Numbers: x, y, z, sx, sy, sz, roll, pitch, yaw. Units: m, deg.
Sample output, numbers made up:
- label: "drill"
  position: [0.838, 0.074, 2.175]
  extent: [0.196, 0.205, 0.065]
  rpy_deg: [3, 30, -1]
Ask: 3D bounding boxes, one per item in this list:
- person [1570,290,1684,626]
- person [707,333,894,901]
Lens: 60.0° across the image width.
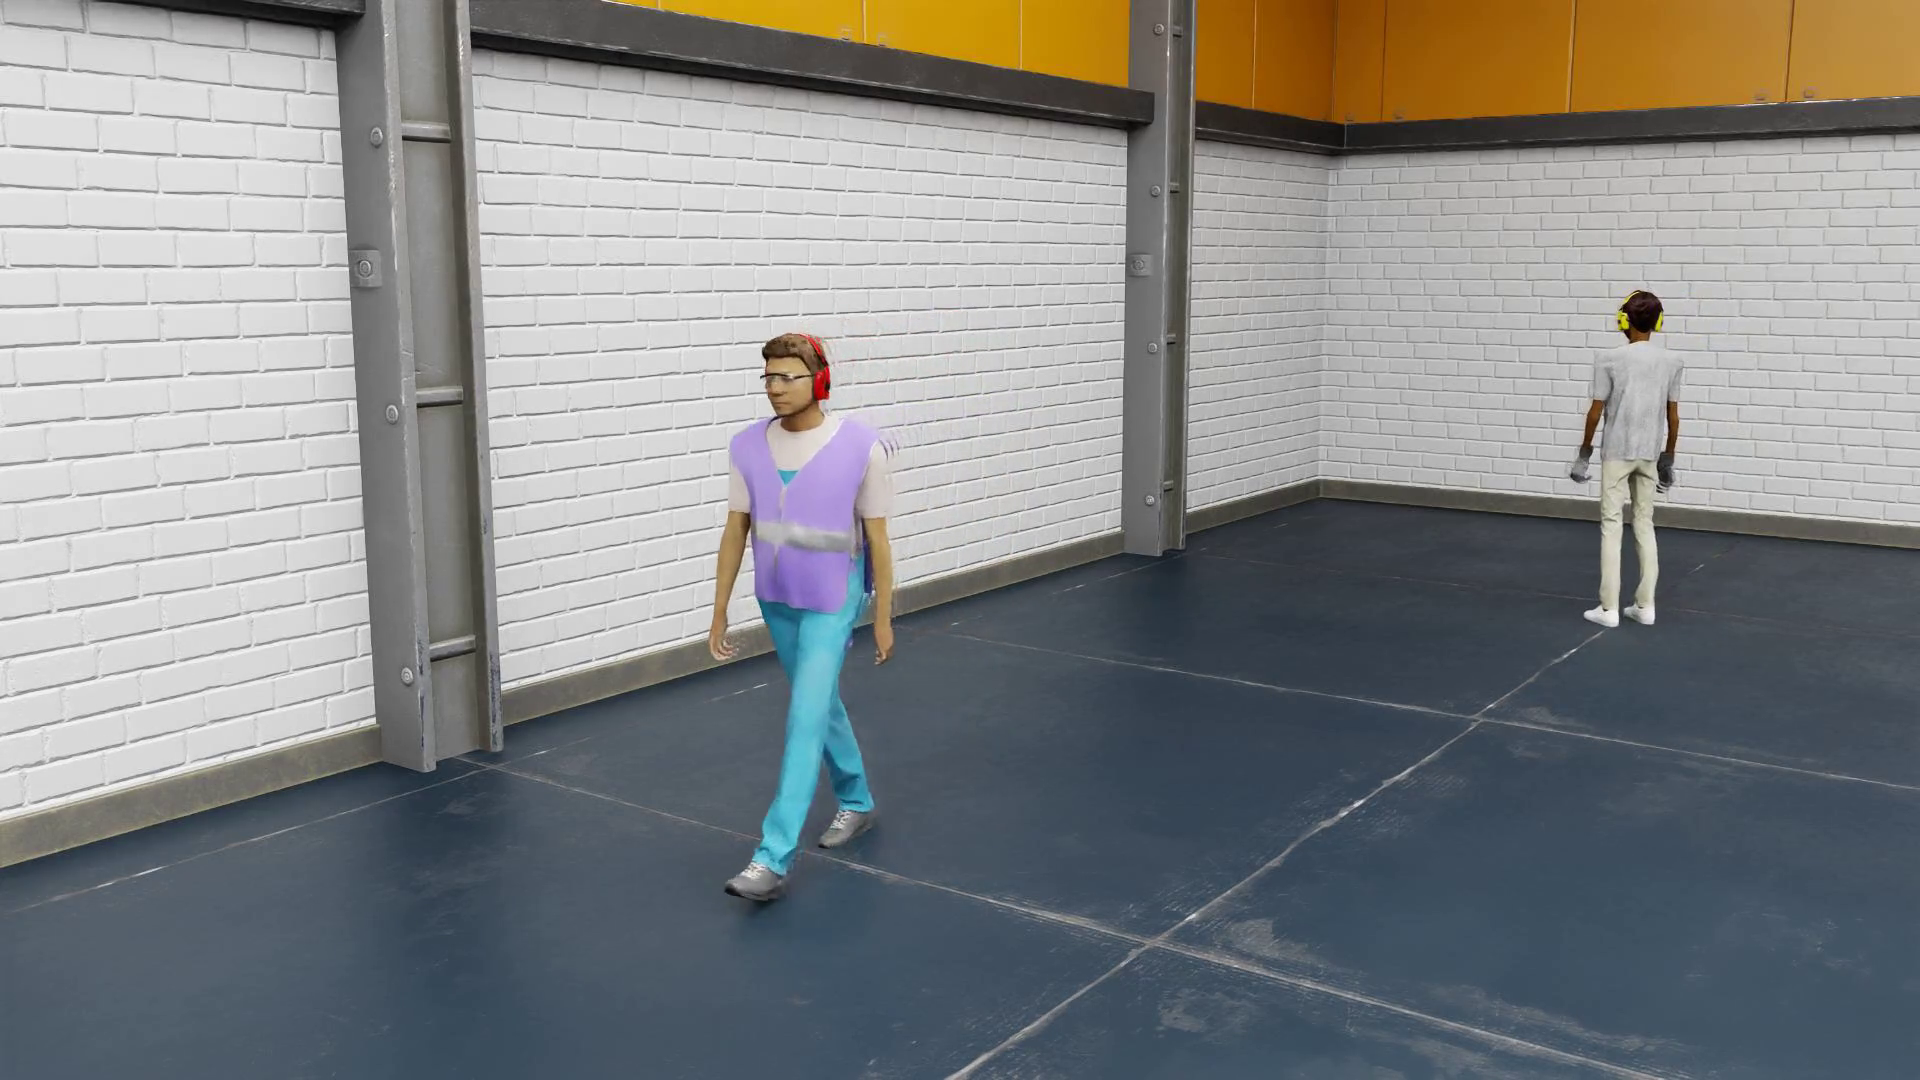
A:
- label: "person"
  position: [3.696, -0.445, 9.221]
  extent: [0.522, 1.869, 0.378]
  rpy_deg: [-1, 10, -5]
- label: "person"
  position: [-0.537, 0.223, 5.448]
  extent: [0.585, 1.787, 0.986]
  rpy_deg: [5, 11, 27]
